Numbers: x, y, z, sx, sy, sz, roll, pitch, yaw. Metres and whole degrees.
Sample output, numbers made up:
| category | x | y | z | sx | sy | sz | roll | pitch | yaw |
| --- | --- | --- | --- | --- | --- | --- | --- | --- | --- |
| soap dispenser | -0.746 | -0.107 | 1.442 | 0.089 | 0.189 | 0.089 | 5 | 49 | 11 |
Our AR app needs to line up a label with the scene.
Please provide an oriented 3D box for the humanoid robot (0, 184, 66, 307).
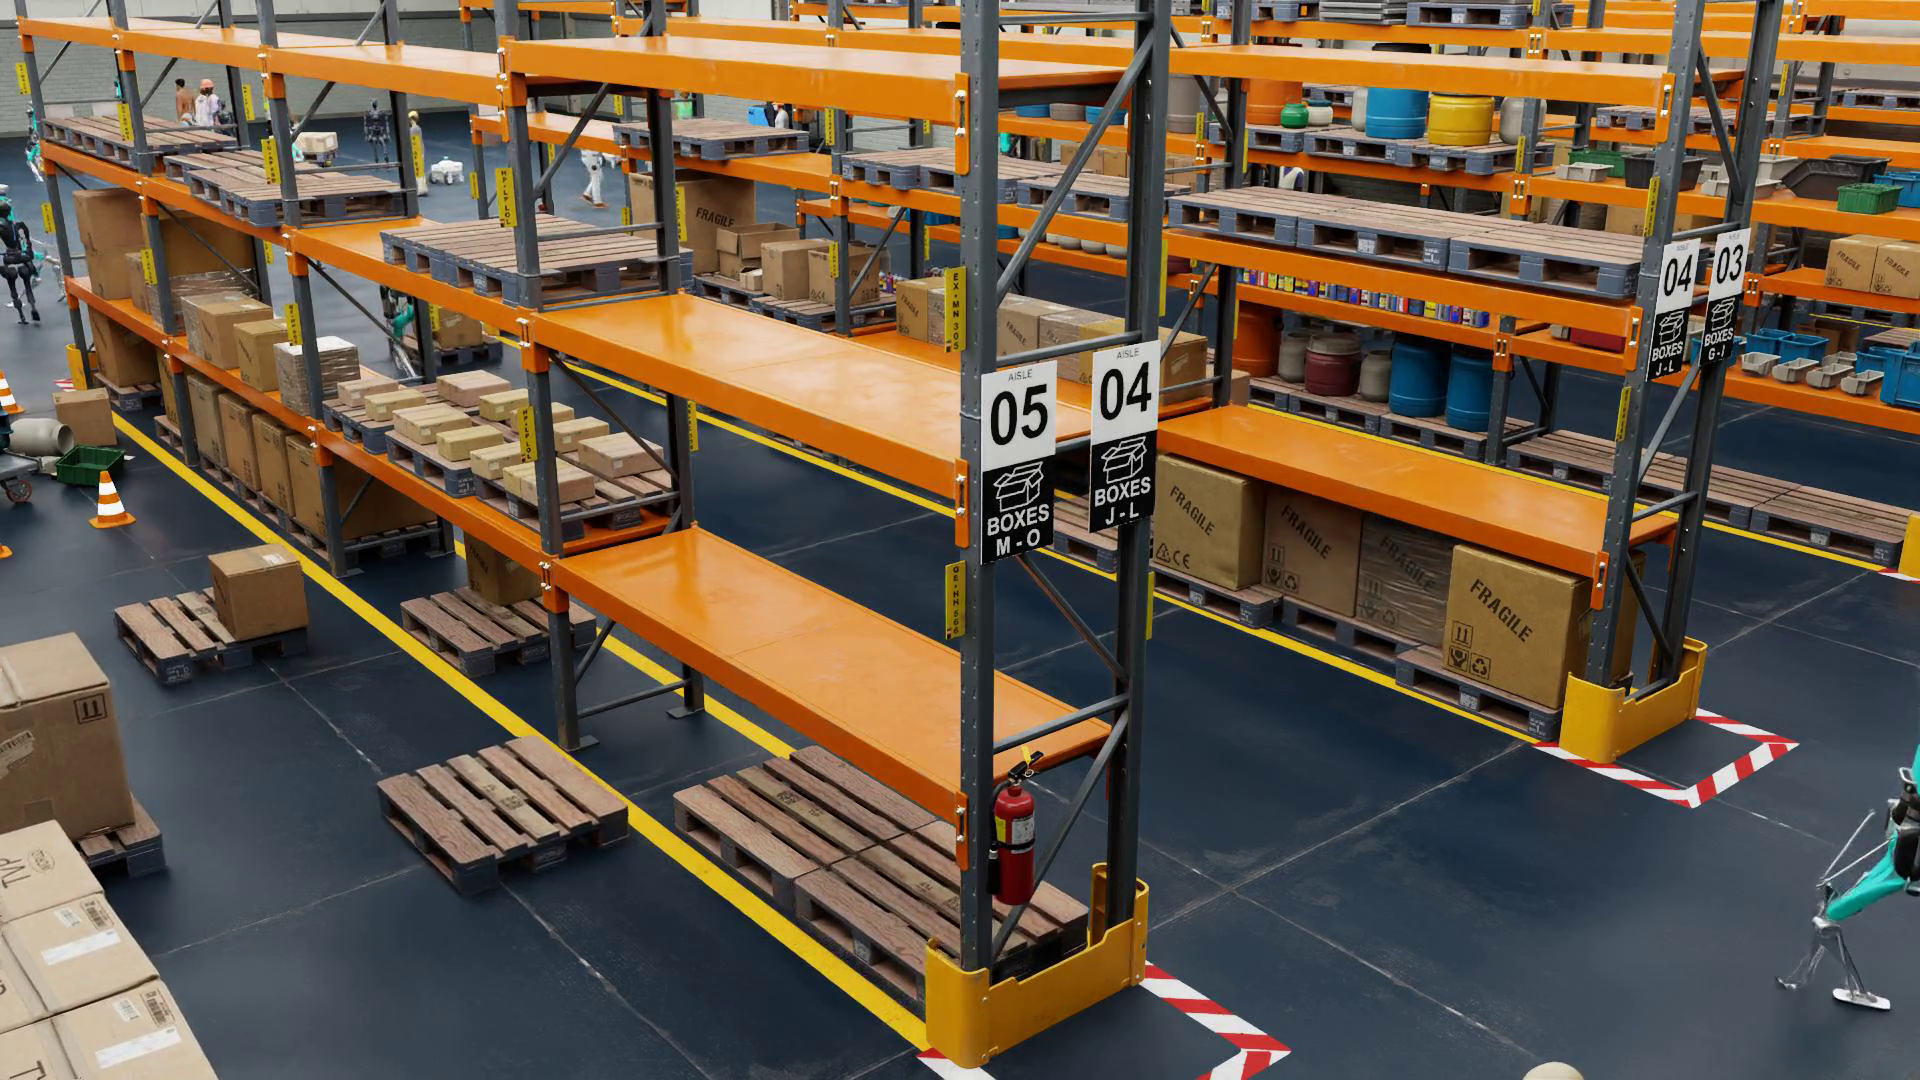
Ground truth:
| category | x | y | z | sx | sy | sz | roll | pitch | yaw |
| --- | --- | --- | --- | --- | --- | --- | --- | --- | --- |
| humanoid robot | -13.185 | -4.192 | 23.711 | 1.009 | 1.764 | 0.531 | -8 | 21 | -22 |

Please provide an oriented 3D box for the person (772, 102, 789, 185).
| category | x | y | z | sx | sy | sz | roll | pitch | yaw |
| --- | --- | --- | --- | --- | --- | --- | --- | --- | --- |
| person | -3.891 | -8.705 | 36.280 | 0.377 | 1.890 | 0.570 | 1 | 19 | 3 |

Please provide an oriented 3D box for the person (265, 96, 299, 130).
| category | x | y | z | sx | sy | sz | roll | pitch | yaw |
| --- | --- | --- | --- | --- | --- | --- | --- | --- | --- |
| person | -19.577 | -12.727 | 47.829 | 0.523 | 1.826 | 0.975 | 17 | 25 | 40 |

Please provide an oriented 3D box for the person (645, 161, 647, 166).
| category | x | y | z | sx | sy | sz | roll | pitch | yaw |
| --- | --- | --- | --- | --- | --- | --- | --- | --- | --- |
| person | -6.041 | -7.547 | 33.193 | 0.486 | 1.741 | 0.330 | 3 | 20 | 9 |

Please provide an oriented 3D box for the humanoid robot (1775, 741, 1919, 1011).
| category | x | y | z | sx | sy | sz | roll | pitch | yaw |
| --- | --- | --- | --- | --- | --- | --- | --- | --- | --- |
| humanoid robot | 4.215 | 1.444 | 7.778 | 0.771 | 1.893 | 0.546 | 7 | 21 | 20 |

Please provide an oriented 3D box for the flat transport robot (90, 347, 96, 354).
| category | x | y | z | sx | sy | sz | roll | pitch | yaw |
| --- | --- | --- | --- | --- | --- | --- | --- | --- | --- |
| flat transport robot | -10.061 | -2.399 | 20.765 | 1.431 | 0.231 | 0.659 | -10 | 22 | -26 |

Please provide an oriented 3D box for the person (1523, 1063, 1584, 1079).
| category | x | y | z | sx | sy | sz | roll | pitch | yaw |
| --- | --- | --- | --- | --- | --- | --- | --- | --- | --- |
| person | 1.659 | 2.345 | 4.955 | 0.395 | 1.800 | 0.592 | -14 | 24 | -34 |

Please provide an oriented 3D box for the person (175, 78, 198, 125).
| category | x | y | z | sx | sy | sz | roll | pitch | yaw |
| --- | --- | --- | --- | --- | --- | --- | --- | --- | --- |
| person | -19.866 | -10.956 | 42.797 | 0.938 | 1.810 | 0.799 | 6 | 20 | 17 |

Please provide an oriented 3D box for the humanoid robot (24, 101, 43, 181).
| category | x | y | z | sx | sy | sz | roll | pitch | yaw |
| --- | --- | --- | --- | --- | --- | --- | --- | --- | --- |
| humanoid robot | -20.674 | -8.864 | 37.051 | 0.811 | 1.827 | 0.542 | 5 | 20 | 14 |

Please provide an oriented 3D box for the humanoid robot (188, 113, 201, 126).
| category | x | y | z | sx | sy | sz | roll | pitch | yaw |
| --- | --- | --- | --- | --- | --- | --- | --- | --- | --- |
| humanoid robot | -16.194 | -8.188 | 35.135 | 0.390 | 1.637 | 0.624 | 10 | 22 | 26 |

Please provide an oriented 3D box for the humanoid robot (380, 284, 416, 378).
| category | x | y | z | sx | sy | sz | roll | pitch | yaw |
| --- | --- | --- | --- | --- | --- | --- | --- | --- | --- |
| humanoid robot | -6.661 | -2.754 | 19.641 | 0.532 | 1.782 | 0.998 | -15 | 24 | -36 |

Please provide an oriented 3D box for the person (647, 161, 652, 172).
| category | x | y | z | sx | sy | sz | roll | pitch | yaw |
| --- | --- | --- | --- | --- | --- | --- | --- | --- | --- |
| person | -5.113 | -6.015 | 28.520 | 0.374 | 1.958 | 0.596 | 7 | 20 | 18 |

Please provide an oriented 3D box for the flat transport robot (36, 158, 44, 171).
| category | x | y | z | sx | sy | sz | roll | pitch | yaw |
| --- | --- | --- | --- | --- | --- | --- | --- | --- | --- |
| flat transport robot | -21.278 | -8.800 | 38.982 | 0.659 | 0.231 | 1.431 | -10 | 21 | -25 |

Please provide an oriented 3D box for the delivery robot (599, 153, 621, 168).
| category | x | y | z | sx | sy | sz | roll | pitch | yaw |
| --- | --- | --- | --- | --- | --- | --- | --- | --- | --- |
| delivery robot | -8.237 | -9.126 | 39.484 | 0.499 | 0.598 | 0.802 | -12 | 23 | -31 |

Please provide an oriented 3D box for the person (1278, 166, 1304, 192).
| category | x | y | z | sx | sy | sz | roll | pitch | yaw |
| --- | --- | --- | --- | --- | --- | --- | --- | --- | --- |
| person | 5.368 | -5.452 | 27.073 | 0.392 | 1.845 | 0.562 | -8 | 21 | -23 |

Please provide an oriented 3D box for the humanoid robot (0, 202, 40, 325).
| category | x | y | z | sx | sy | sz | roll | pitch | yaw |
| --- | --- | --- | --- | --- | --- | --- | --- | --- | --- |
| humanoid robot | -12.715 | -3.710 | 22.387 | 0.444 | 1.644 | 0.599 | 13 | 23 | 32 |

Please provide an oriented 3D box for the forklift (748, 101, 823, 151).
| category | x | y | z | sx | sy | sz | roll | pitch | yaw |
| --- | --- | --- | --- | --- | --- | --- | --- | --- | --- |
| forklift | -4.526 | -11.368 | 42.374 | 1.129 | 2.768 | 1.873 | -15 | 24 | -37 |

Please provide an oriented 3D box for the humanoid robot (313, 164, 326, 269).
| category | x | y | z | sx | sy | sz | roll | pitch | yaw |
| --- | --- | --- | --- | --- | --- | --- | --- | --- | --- |
| humanoid robot | -10.187 | -5.151 | 26.486 | 0.602 | 1.643 | 0.533 | 2 | 20 | 7 |

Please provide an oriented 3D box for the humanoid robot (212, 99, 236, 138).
| category | x | y | z | sx | sy | sz | roll | pitch | yaw |
| --- | --- | --- | --- | --- | --- | --- | --- | --- | --- |
| humanoid robot | -16.939 | -9.340 | 38.392 | 0.345 | 1.655 | 0.590 | 11 | 22 | 28 |

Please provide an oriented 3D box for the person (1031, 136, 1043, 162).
| category | x | y | z | sx | sy | sz | roll | pitch | yaw |
| --- | --- | --- | --- | --- | --- | --- | --- | --- | --- |
| person | 1.683 | -7.168 | 32.120 | 0.750 | 1.728 | 0.623 | 3 | 20 | 8 |

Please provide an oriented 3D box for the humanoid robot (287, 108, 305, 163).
| category | x | y | z | sx | sy | sz | roll | pitch | yaw |
| --- | --- | --- | --- | --- | --- | --- | --- | --- | --- |
| humanoid robot | -14.960 | -8.942 | 37.229 | 0.687 | 1.832 | 0.536 | 4 | 20 | 11 |

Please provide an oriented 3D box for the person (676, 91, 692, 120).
| category | x | y | z | sx | sy | sz | roll | pitch | yaw |
| --- | --- | --- | --- | --- | --- | --- | --- | --- | --- |
| person | -6.384 | -9.647 | 38.863 | 0.487 | 1.950 | 0.893 | -3 | 20 | -10 |

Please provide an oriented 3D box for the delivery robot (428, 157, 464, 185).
| category | x | y | z | sx | sy | sz | roll | pitch | yaw |
| --- | --- | --- | --- | --- | --- | --- | --- | --- | --- |
| delivery robot | -11.301 | -8.102 | 36.592 | 0.499 | 0.614 | 0.815 | 7 | 21 | 20 |

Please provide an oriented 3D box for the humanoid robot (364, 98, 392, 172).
| category | x | y | z | sx | sy | sz | roll | pitch | yaw |
| --- | --- | --- | --- | --- | --- | --- | --- | --- | --- |
| humanoid robot | -13.452 | -9.345 | 38.401 | 0.586 | 1.654 | 0.334 | -7 | 20 | -19 |

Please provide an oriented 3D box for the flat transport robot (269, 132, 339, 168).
| category | x | y | z | sx | sy | sz | roll | pitch | yaw |
| --- | --- | --- | --- | --- | --- | --- | --- | --- | --- |
| flat transport robot | -15.366 | -8.833 | 39.076 | 0.659 | 0.231 | 1.431 | 0 | 19 | 0 |

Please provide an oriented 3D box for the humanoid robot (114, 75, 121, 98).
| category | x | y | z | sx | sy | sz | roll | pitch | yaw |
| --- | --- | --- | --- | --- | --- | --- | --- | --- | --- |
| humanoid robot | -22.521 | -11.557 | 44.674 | 0.534 | 1.814 | 0.787 | 3 | 20 | 9 |

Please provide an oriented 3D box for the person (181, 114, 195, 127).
| category | x | y | z | sx | sy | sz | roll | pitch | yaw |
| --- | --- | --- | --- | --- | --- | --- | --- | --- | --- |
| person | -14.976 | -7.411 | 32.619 | 0.527 | 1.871 | 0.748 | 6 | 20 | 17 |

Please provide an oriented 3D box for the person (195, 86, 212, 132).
| category | x | y | z | sx | sy | sz | roll | pitch | yaw |
| --- | --- | --- | --- | --- | --- | --- | --- | --- | --- |
| person | -18.039 | -9.963 | 39.890 | 0.496 | 1.860 | 0.992 | 4 | 20 | 13 |

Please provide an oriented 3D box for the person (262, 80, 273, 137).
| category | x | y | z | sx | sy | sz | roll | pitch | yaw |
| --- | --- | --- | --- | --- | --- | --- | --- | --- | --- |
| person | -18.544 | -11.576 | 44.726 | 0.317 | 1.696 | 0.537 | -12 | 23 | -30 |

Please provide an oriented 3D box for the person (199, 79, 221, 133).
| category | x | y | z | sx | sy | sz | roll | pitch | yaw |
| --- | --- | --- | --- | --- | --- | --- | --- | --- | --- |
| person | -17.647 | -9.851 | 39.325 | 0.414 | 2.034 | 0.601 | -13 | 23 | -32 |

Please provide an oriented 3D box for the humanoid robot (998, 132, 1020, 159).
| category | x | y | z | sx | sy | sz | roll | pitch | yaw |
| --- | --- | --- | --- | --- | --- | --- | --- | --- | --- |
| humanoid robot | 1.199 | -7.448 | 32.993 | 0.889 | 1.797 | 0.535 | -11 | 22 | -28 |

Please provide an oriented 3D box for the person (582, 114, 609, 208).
| category | x | y | z | sx | sy | sz | roll | pitch | yaw |
| --- | --- | --- | --- | --- | --- | --- | --- | --- | --- |
| person | -7.253 | -7.495 | 32.846 | 0.468 | 1.870 | 0.597 | -2 | 19 | -6 |

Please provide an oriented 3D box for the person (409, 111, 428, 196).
| category | x | y | z | sx | sy | sz | roll | pitch | yaw |
| --- | --- | --- | --- | --- | --- | --- | --- | --- | --- |
| person | -11.317 | -8.036 | 34.614 | 0.370 | 1.721 | 0.644 | 1 | 19 | 3 |
